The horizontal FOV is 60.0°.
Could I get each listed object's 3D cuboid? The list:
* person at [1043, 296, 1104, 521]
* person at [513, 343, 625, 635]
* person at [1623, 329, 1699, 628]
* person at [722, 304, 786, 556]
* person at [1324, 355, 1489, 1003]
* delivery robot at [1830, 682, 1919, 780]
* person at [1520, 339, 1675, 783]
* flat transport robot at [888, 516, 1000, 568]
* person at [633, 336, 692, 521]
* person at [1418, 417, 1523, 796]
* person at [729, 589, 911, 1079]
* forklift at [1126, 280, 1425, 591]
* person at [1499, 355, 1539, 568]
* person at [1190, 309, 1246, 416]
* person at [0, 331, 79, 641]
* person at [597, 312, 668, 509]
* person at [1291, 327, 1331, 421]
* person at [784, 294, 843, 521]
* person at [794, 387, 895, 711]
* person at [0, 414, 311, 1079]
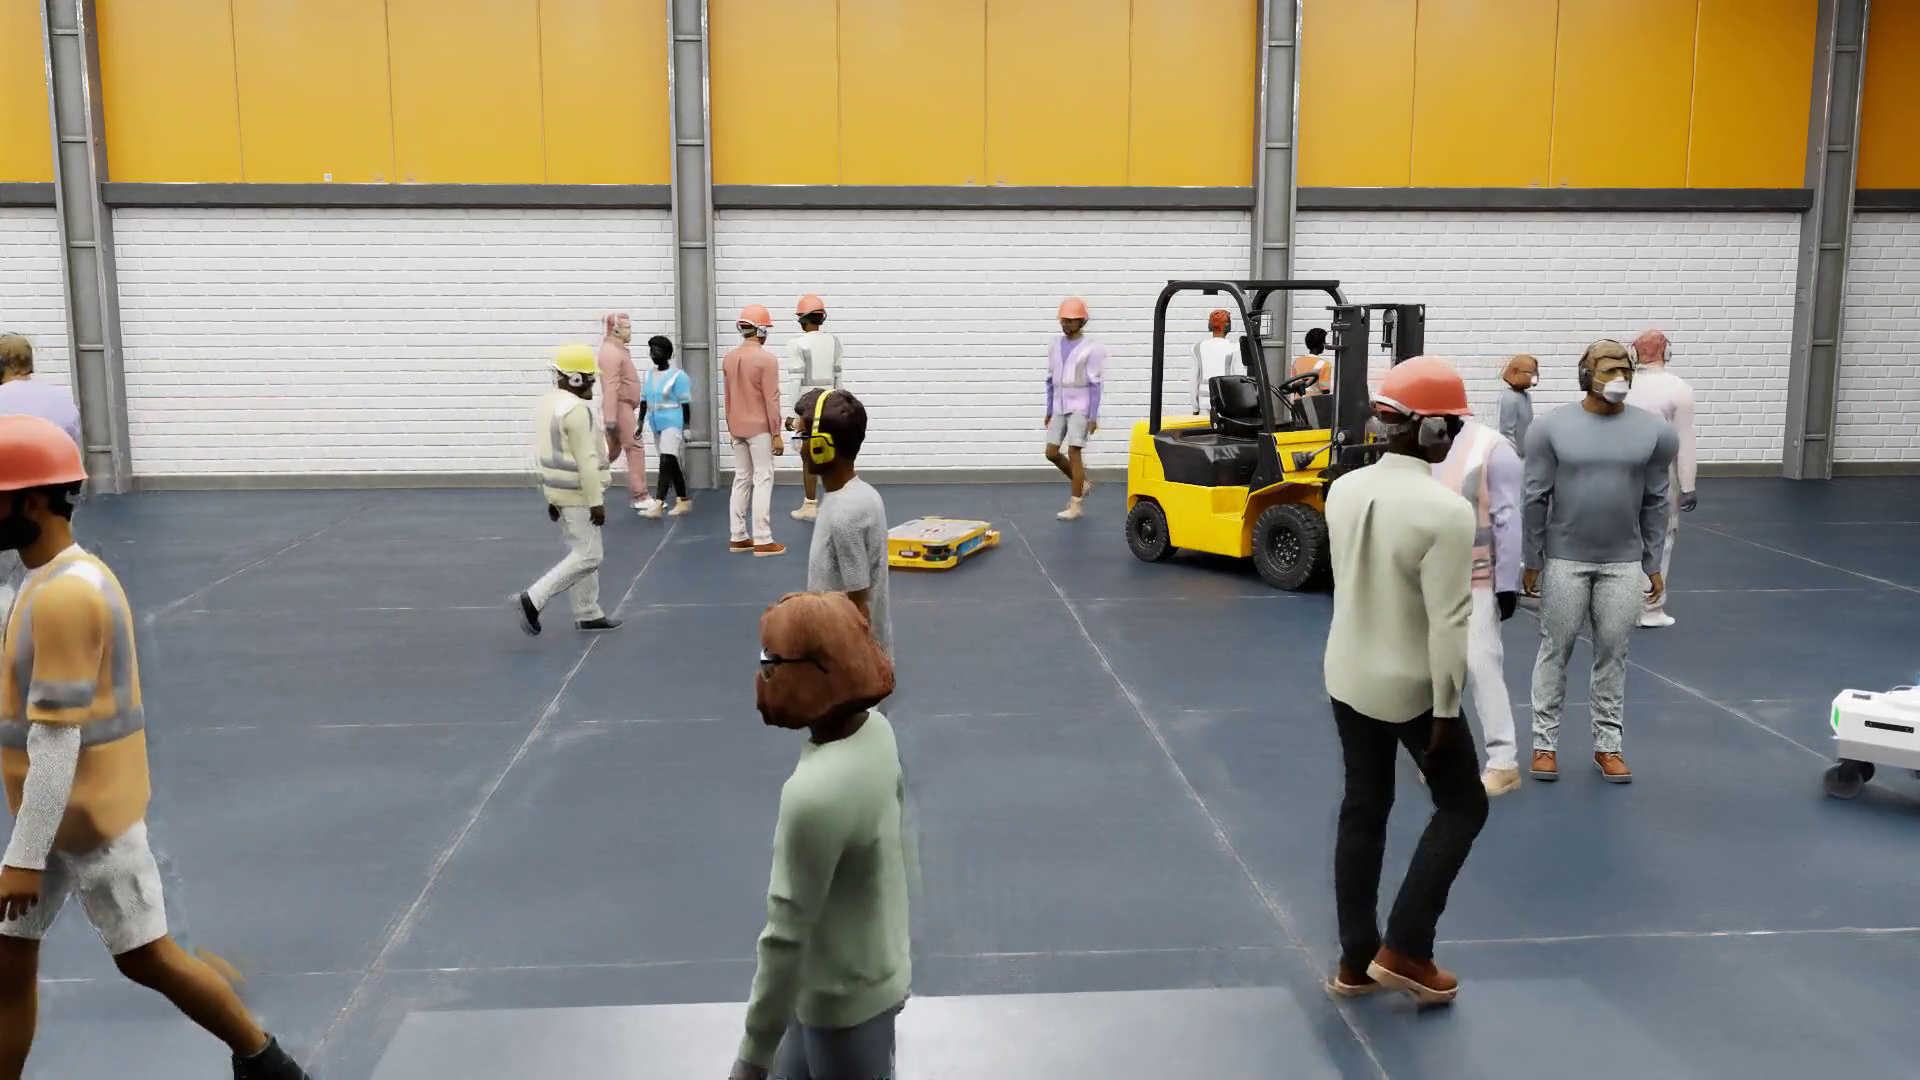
[{"bbox_3d":[1.030,-1.188,15.069,0.628,2.024,0.491,9,12,43],"label":"person"},{"bbox_3d":[-2.386,-0.279,10.034,0.659,1.810,0.616,-5,10,-28],"label":"person"},{"bbox_3d":[4.258,-0.374,10.403,0.527,1.883,0.649,-6,11,-32],"label":"person"},{"bbox_3d":[-1.619,-0.867,13.183,0.617,1.986,0.400,9,13,44],"label":"person"},{"bbox_3d":[1.345,0.435,5.039,0.446,1.978,0.616,-5,10,-30],"label":"person"},{"bbox_3d":[4.039,0.793,6.936,0.707,0.478,0.477,7,11,37],"label":"delivery robot"},{"bbox_3d":[2.769,0.096,7.275,0.630,1.940,0.372,1,9,7],"label":"person"},{"bbox_3d":[-0.205,0.008,13.047,0.652,0.197,1.431,3,10,18],"label":"flat transport robot"},{"bbox_3d":[-2.735,-1.000,15.012,0.539,1.660,0.810,7,12,38],"label":"person"},{"bbox_3d":[2.125,0.180,7.213,0.668,1.799,0.436,9,13,44],"label":"person"},{"bbox_3d":[-0.323,0.894,3.246,0.667,1.608,0.514,2,9,10],"label":"person"},{"bbox_3d":[2.301,-0.860,12.475,1.214,2.155,2.313,-6,11,-35],"label":"forklift"},{"bbox_3d":[4.237,-0.592,12.590,0.353,1.617,0.520,6,11,35],"label":"person"},{"bbox_3d":[2.517,-1.297,16.201,0.574,1.882,0.356,5,10,29],"label":"person"},{"bbox_3d":[-4.964,-0.136,8.791,0.645,1.914,0.667,3,10,20],"label":"person"},{"bbox_3d":[-3.278,-1.212,15.695,0.892,1.879,0.651,-2,9,-10],"label":"person"},{"bbox_3d":[3.546,-1.297,16.810,0.321,1.690,0.532,-5,11,-31],"label":"person"},{"bbox_3d":[-1.341,-1.196,15.060,0.616,2.041,0.382,-9,13,-44],"label":"person"},{"bbox_3d":[-0.371,0.452,5.282,0.325,1.864,0.516,0,9,-1],"label":"person"},{"bbox_3d":[-2.117,0.637,4.043,0.973,1.899,0.562,-6,11,-35],"label":"person"}]
